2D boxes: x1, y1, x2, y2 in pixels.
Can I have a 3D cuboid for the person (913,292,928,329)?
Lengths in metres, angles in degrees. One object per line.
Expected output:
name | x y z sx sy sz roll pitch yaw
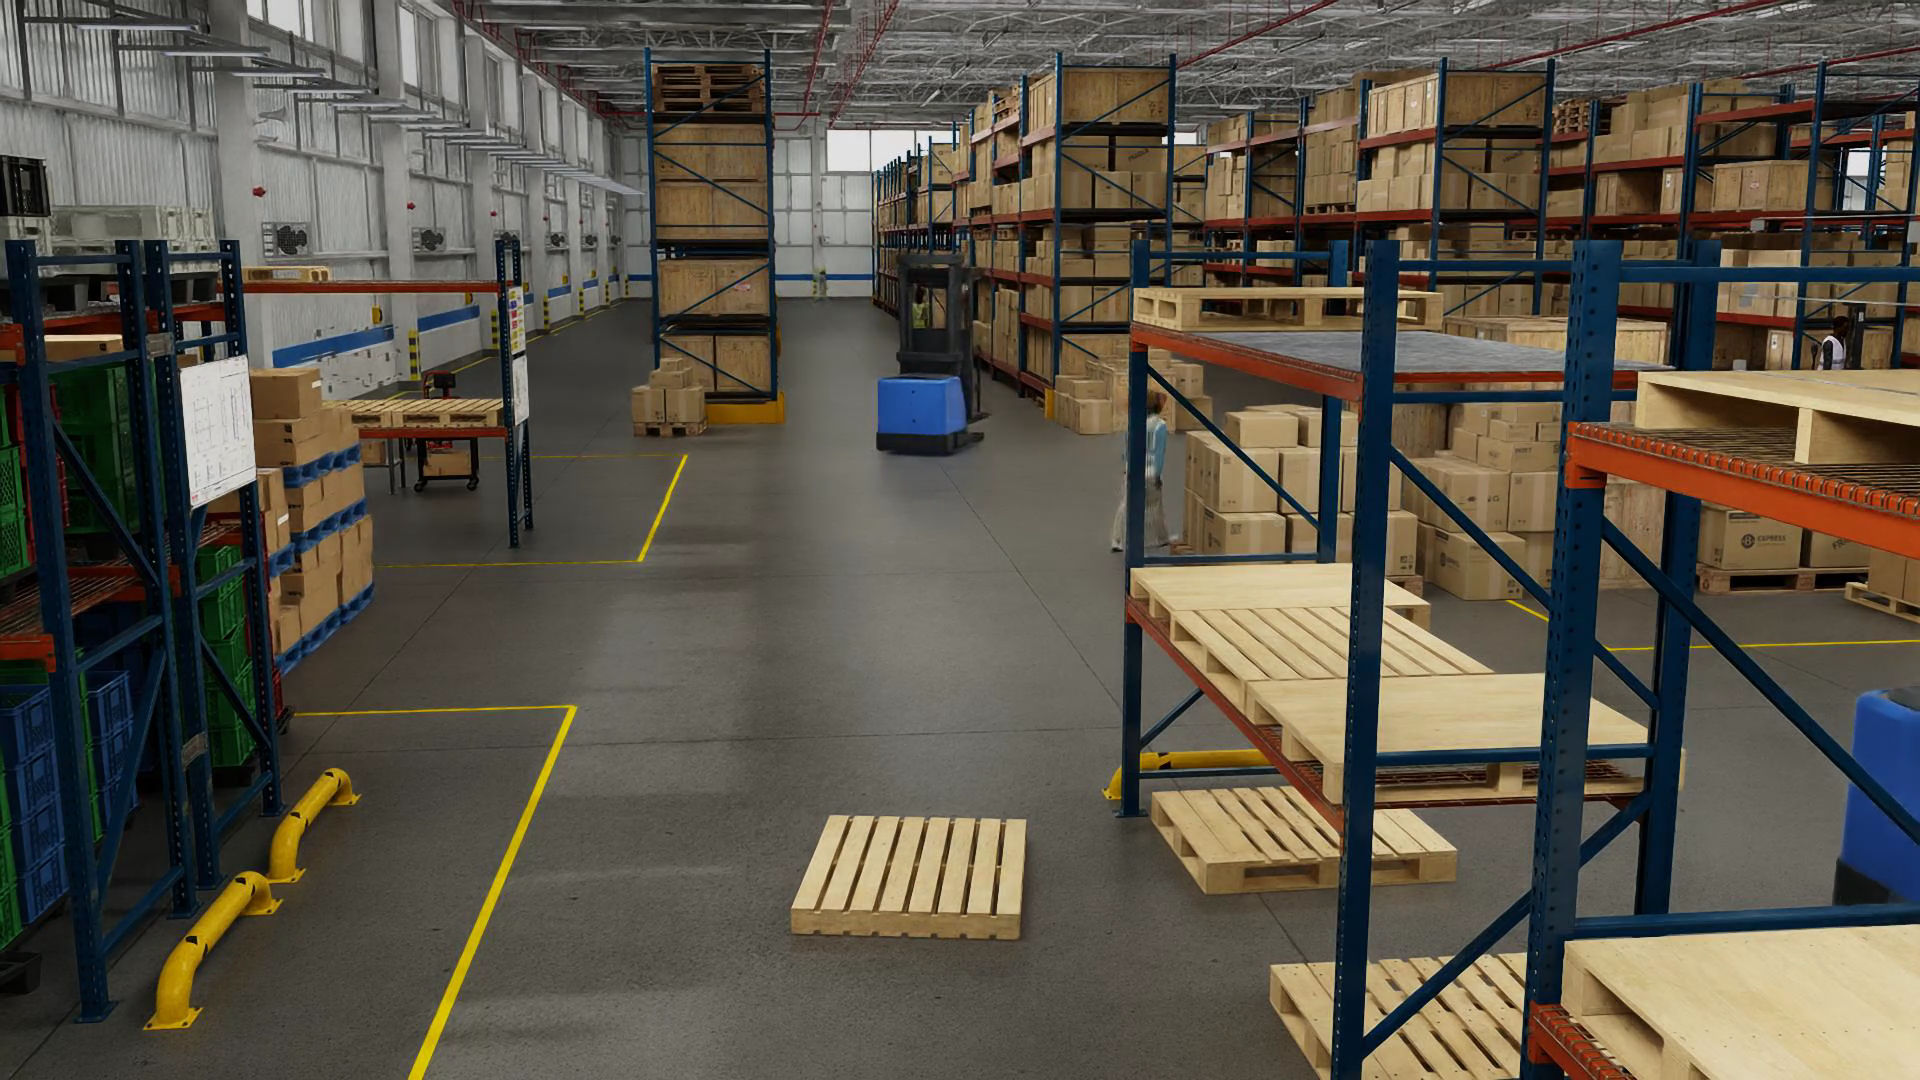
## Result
person | -1.127 -5.751 44.154 0.579 1.658 0.698 1 10 5

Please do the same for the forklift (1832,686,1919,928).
forklift | 4.483 0.465 6.354 1.129 2.768 1.873 -1 10 -6

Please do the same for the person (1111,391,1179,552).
person | 1.786 -0.672 16.251 0.894 1.575 0.607 -8 13 -39

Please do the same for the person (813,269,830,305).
person | -6.448 -11.752 77.269 0.769 1.712 0.482 -4 11 -19

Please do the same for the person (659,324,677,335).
person | -8.500 -6.618 48.405 0.795 1.879 0.652 0 10 0

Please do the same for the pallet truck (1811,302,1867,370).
pallet truck | 15.846 -3.142 28.793 1.885 1.965 0.823 2 10 12

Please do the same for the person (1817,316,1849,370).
person | 13.067 -2.403 24.948 0.587 1.911 0.397 -10 14 -44

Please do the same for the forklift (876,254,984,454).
forklift | -0.436 -2.727 24.042 1.129 2.768 1.873 3 11 17
